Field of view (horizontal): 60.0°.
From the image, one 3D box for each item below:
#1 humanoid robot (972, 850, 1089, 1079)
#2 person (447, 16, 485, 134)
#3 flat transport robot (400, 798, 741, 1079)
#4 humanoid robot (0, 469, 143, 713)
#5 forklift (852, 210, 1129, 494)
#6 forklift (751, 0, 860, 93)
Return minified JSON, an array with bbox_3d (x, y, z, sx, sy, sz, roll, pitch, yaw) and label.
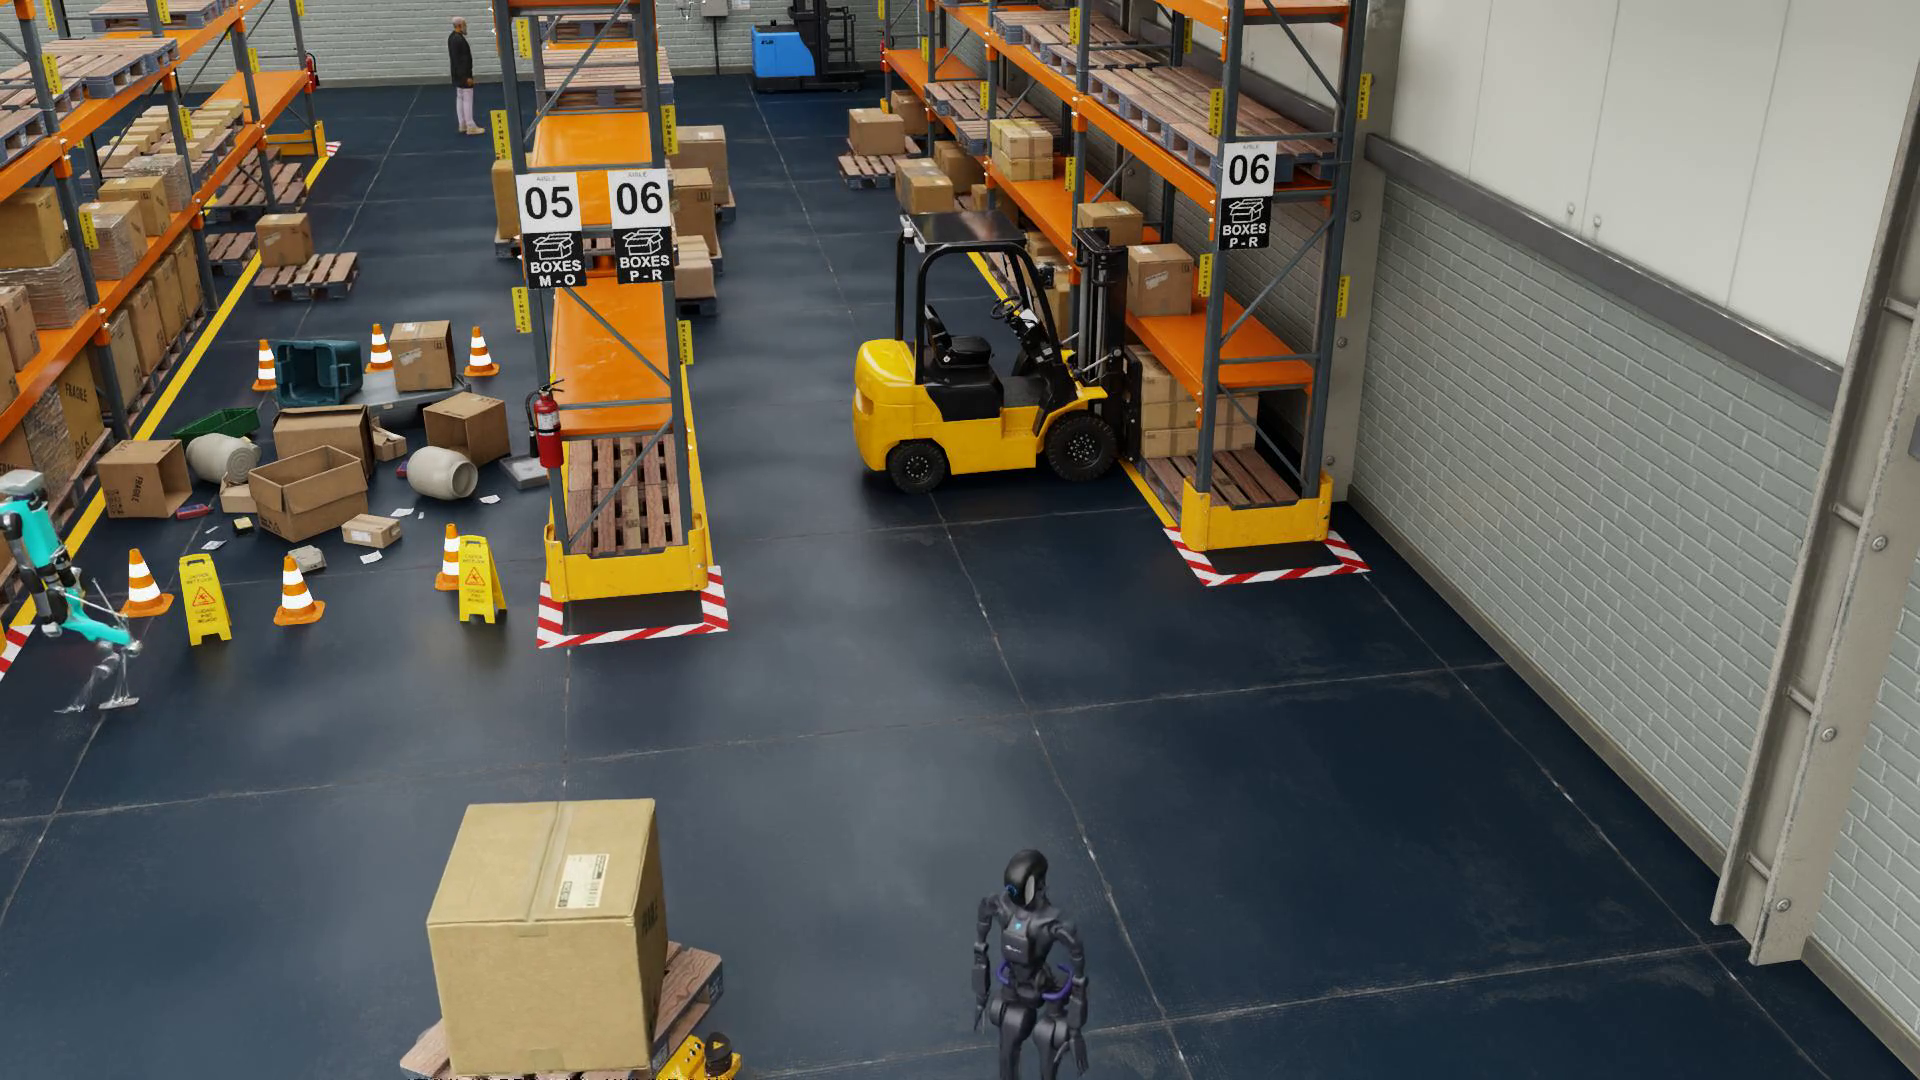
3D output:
[{"bbox_3d":[0.329,2.044,7.254,0.589,1.643,0.345,14,29,27],"label":"humanoid robot"},{"bbox_3d":[-8.082,-7.554,27.029,0.404,1.853,0.544,-19,31,-34],"label":"person"},{"bbox_3d":[-1.838,2.483,7.957,1.431,0.231,0.659,10,27,20],"label":"flat transport robot"},{"bbox_3d":[-5.578,0.390,10.653,0.805,1.806,0.544,-3,26,-6],"label":"humanoid robot"},{"bbox_3d":[0.216,-1.659,14.366,2.313,2.155,1.214,-5,26,-10],"label":"forklift"},{"bbox_3d":[-2.872,-9.679,30.288,1.873,2.768,1.129,-5,26,-10],"label":"forklift"}]
